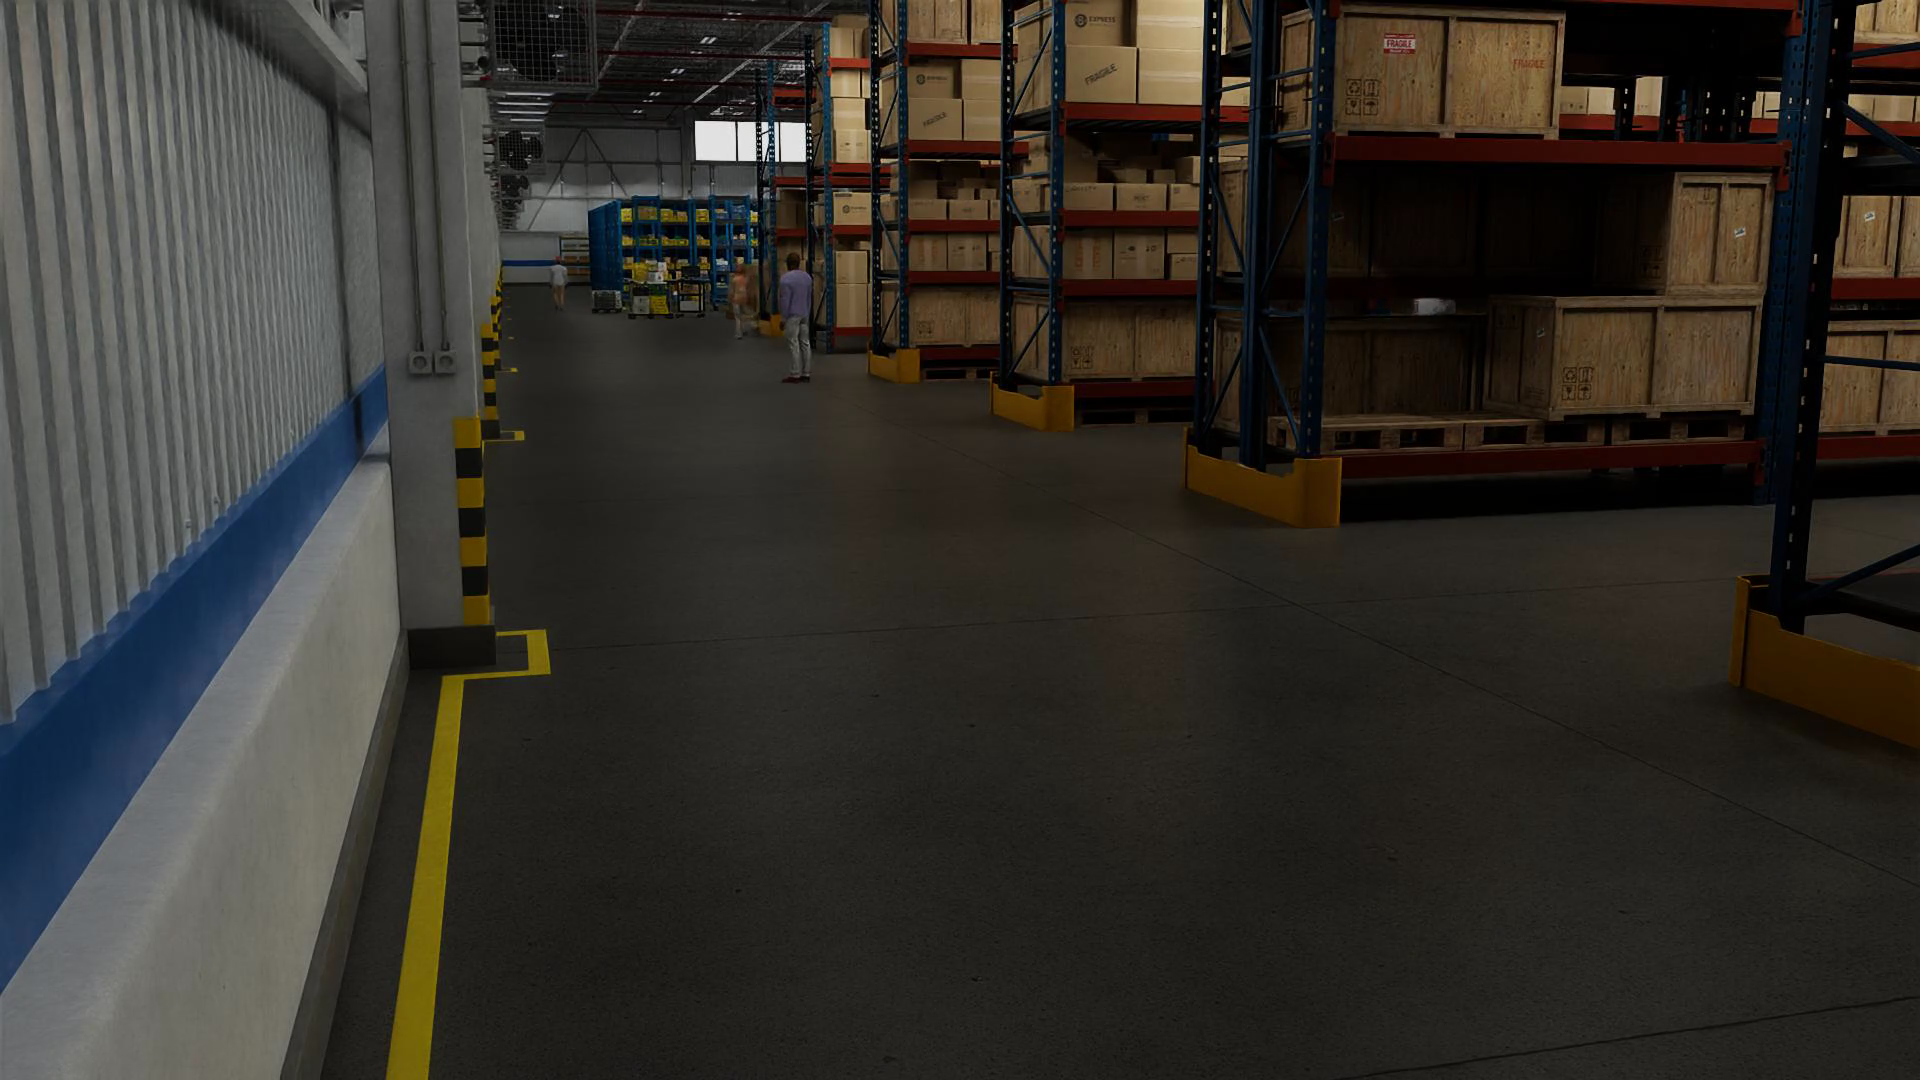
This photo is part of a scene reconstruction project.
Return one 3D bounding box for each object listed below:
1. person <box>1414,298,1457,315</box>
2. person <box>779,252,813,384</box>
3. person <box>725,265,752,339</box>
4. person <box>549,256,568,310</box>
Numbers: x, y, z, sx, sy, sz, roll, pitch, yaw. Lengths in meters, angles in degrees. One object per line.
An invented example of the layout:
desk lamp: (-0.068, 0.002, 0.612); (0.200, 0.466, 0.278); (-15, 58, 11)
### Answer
person: (4.499, -1.736, 15.939); (0.656, 1.916, 0.557); (-4, 11, -23)
person: (-2.440, -3.286, 24.644); (0.370, 1.941, 0.627); (7, 12, 36)
person: (-4.879, -5.248, 36.629); (0.625, 1.618, 0.445); (-8, 13, -39)
person: (-12.771, -8.162, 52.918); (0.595, 1.701, 0.888); (-3, 10, -16)
